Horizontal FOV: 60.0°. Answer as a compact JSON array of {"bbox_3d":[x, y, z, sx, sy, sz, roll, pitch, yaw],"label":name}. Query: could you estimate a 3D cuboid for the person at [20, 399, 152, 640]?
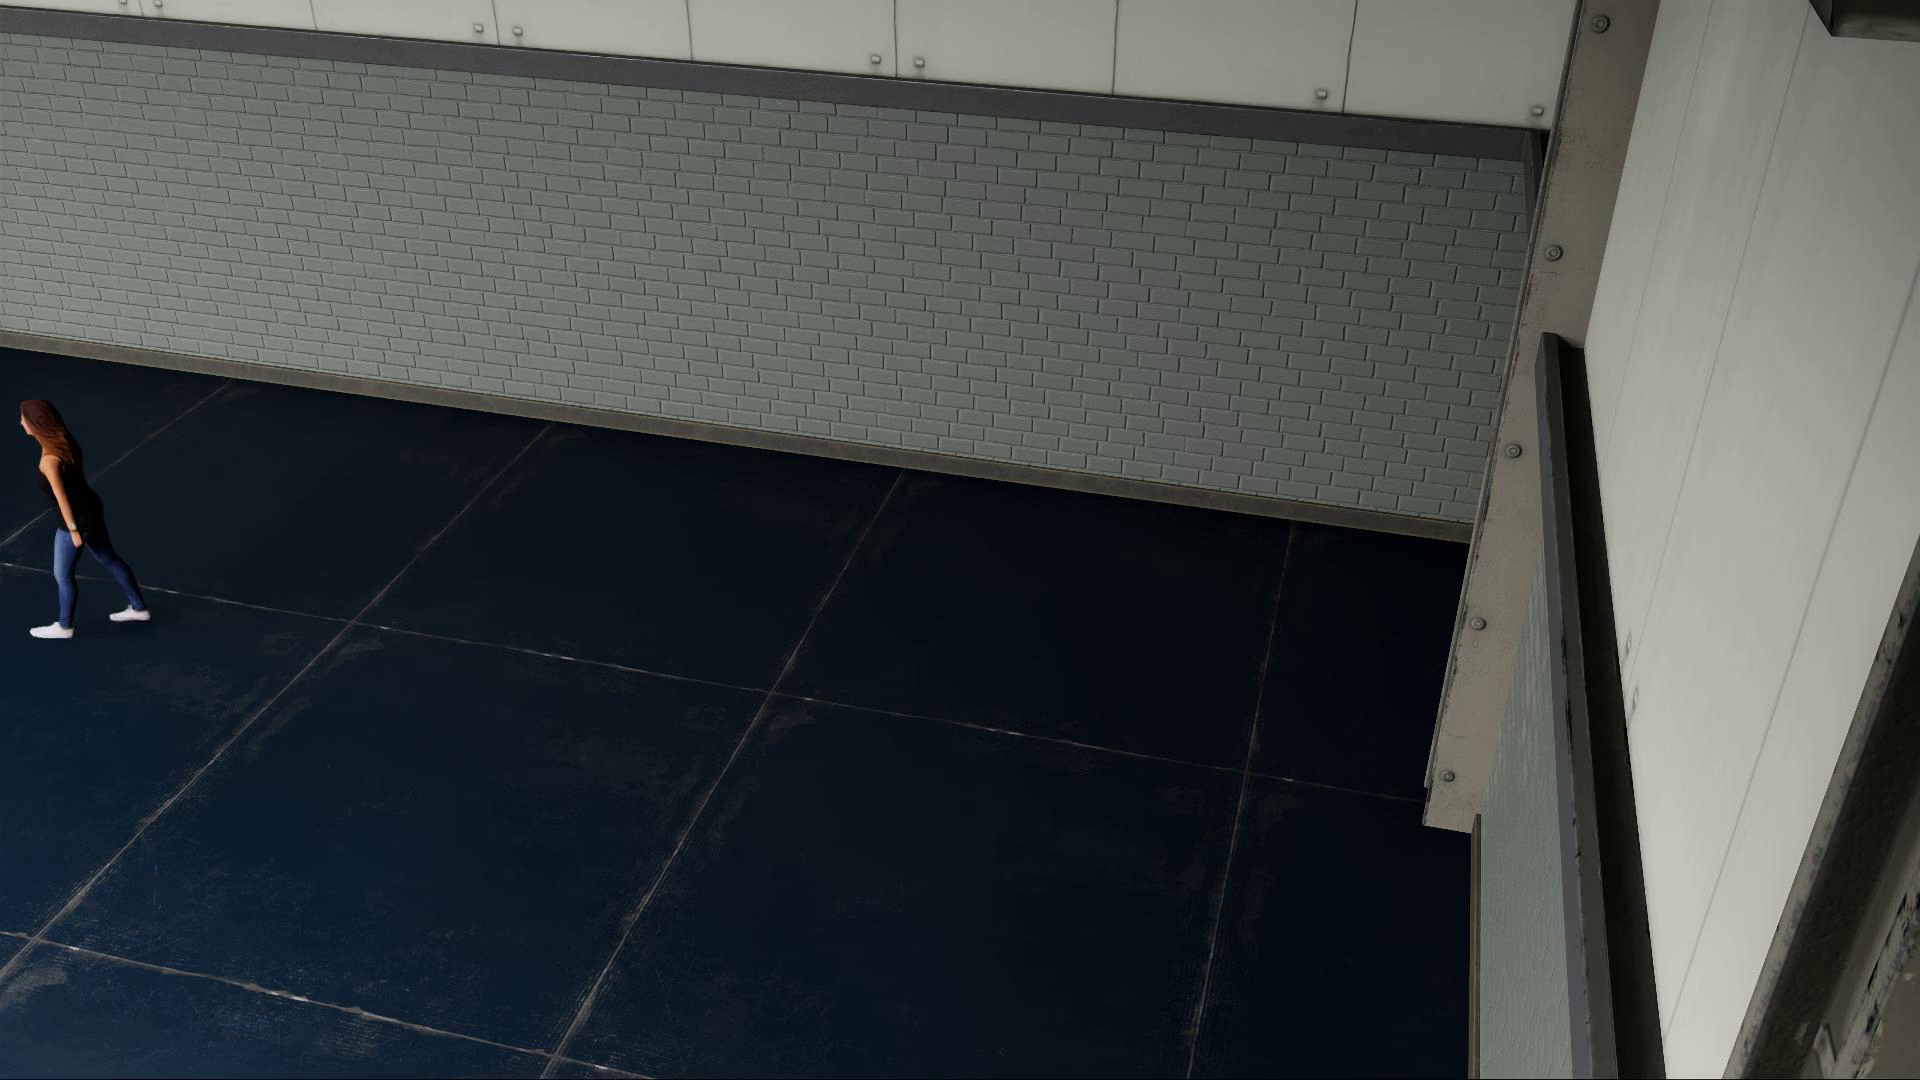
[{"bbox_3d":[-5.578,-0.133,10.686,0.865,1.696,0.937,-5,33,-8],"label":"person"}]
